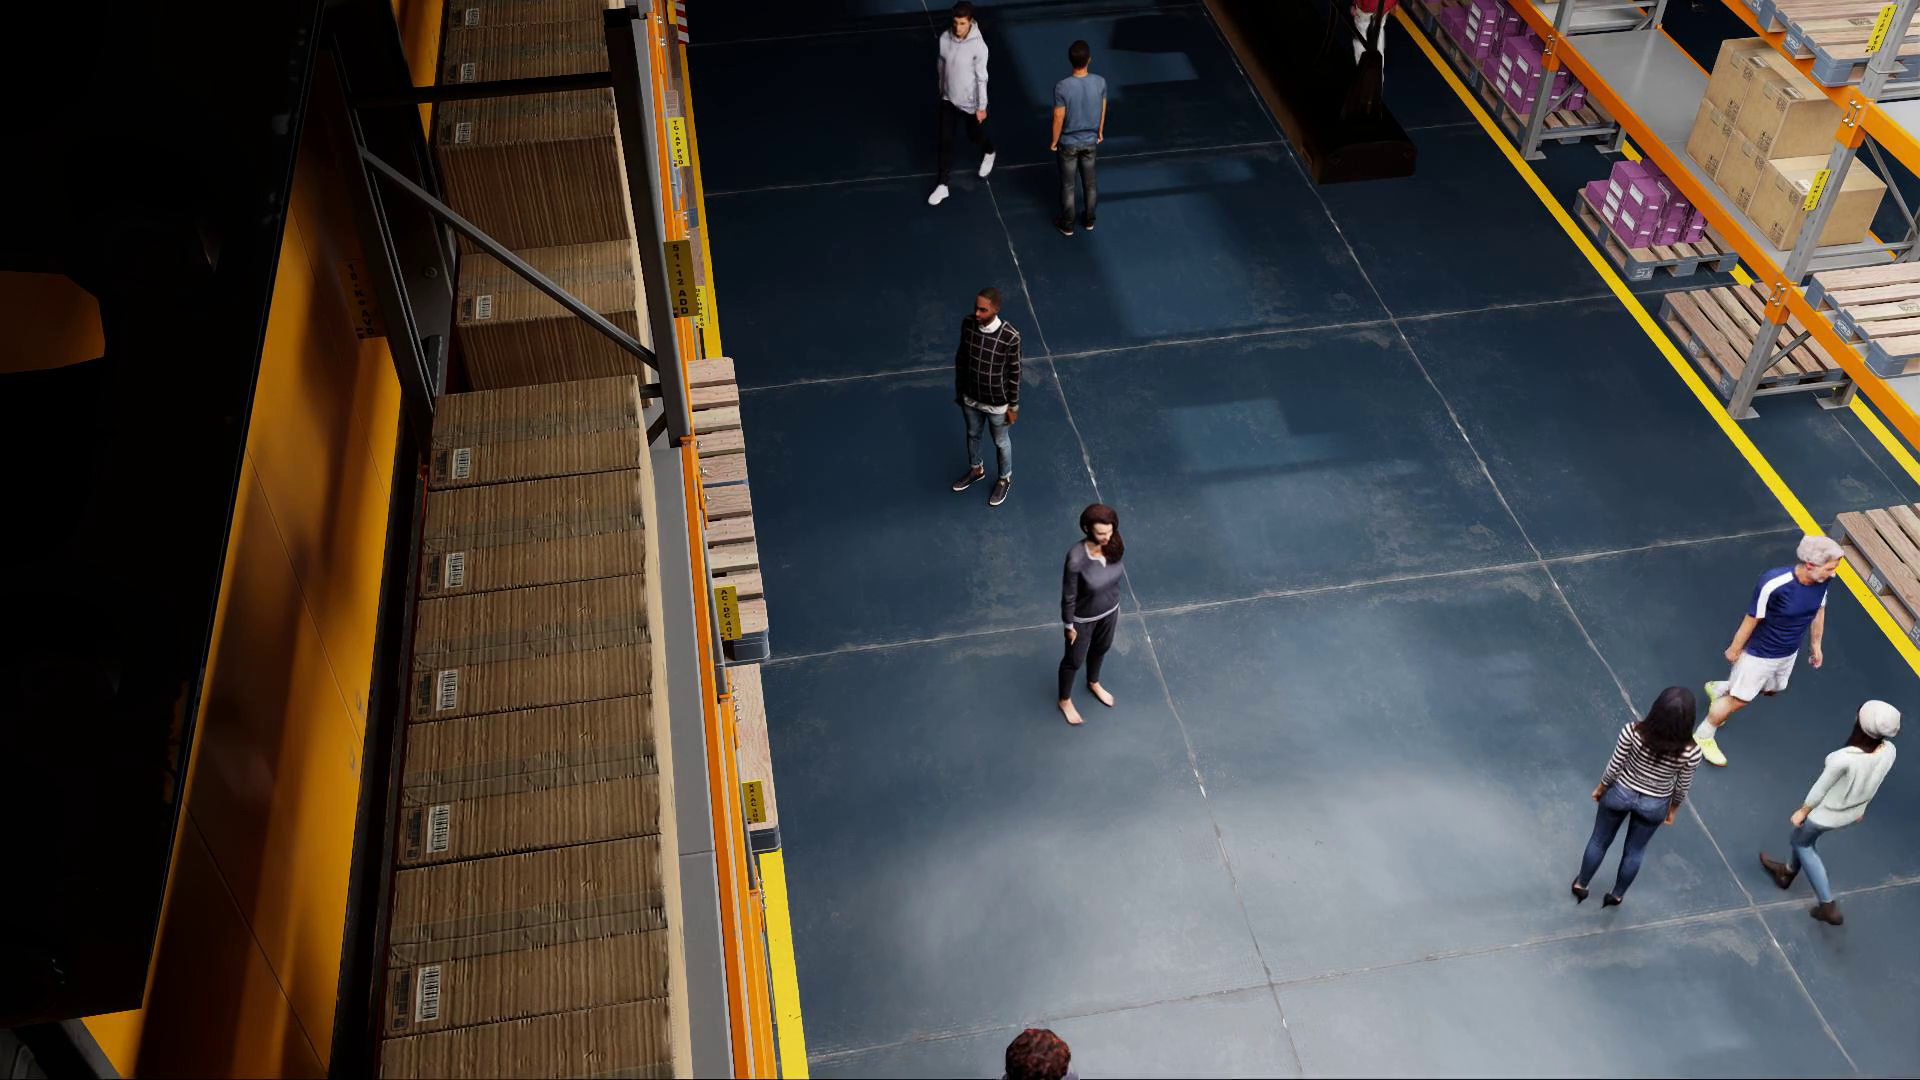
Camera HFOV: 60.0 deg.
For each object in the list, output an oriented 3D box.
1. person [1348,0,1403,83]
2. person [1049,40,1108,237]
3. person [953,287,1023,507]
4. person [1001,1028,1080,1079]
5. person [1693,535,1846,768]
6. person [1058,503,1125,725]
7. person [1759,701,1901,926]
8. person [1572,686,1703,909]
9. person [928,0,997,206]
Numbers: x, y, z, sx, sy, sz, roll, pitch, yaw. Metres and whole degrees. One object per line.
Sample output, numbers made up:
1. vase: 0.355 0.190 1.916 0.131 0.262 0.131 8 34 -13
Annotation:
1. person: 4.146 -5.339 16.509 0.666 1.809 0.782 -5 44 -5
2. person: 1.040 -3.514 14.594 0.672 1.808 0.585 -13 45 -13
3. person: 0.210 -1.065 12.013 0.744 1.821 0.785 23 48 22
4. person: 0.354 2.804 8.043 0.630 1.696 0.824 -9 44 -10
5. person: 4.961 0.598 10.275 0.727 1.812 0.867 -11 45 -11
6. person: 0.818 0.439 10.473 0.680 1.769 0.680 -30 51 -28
7. person: 4.975 1.565 9.389 0.683 1.632 0.919 -10 45 -10
8. person: 3.797 1.475 9.367 0.677 1.794 0.701 18 47 18
9. person: 0.089 -4.028 15.082 1.204 1.879 1.315 22 48 21
